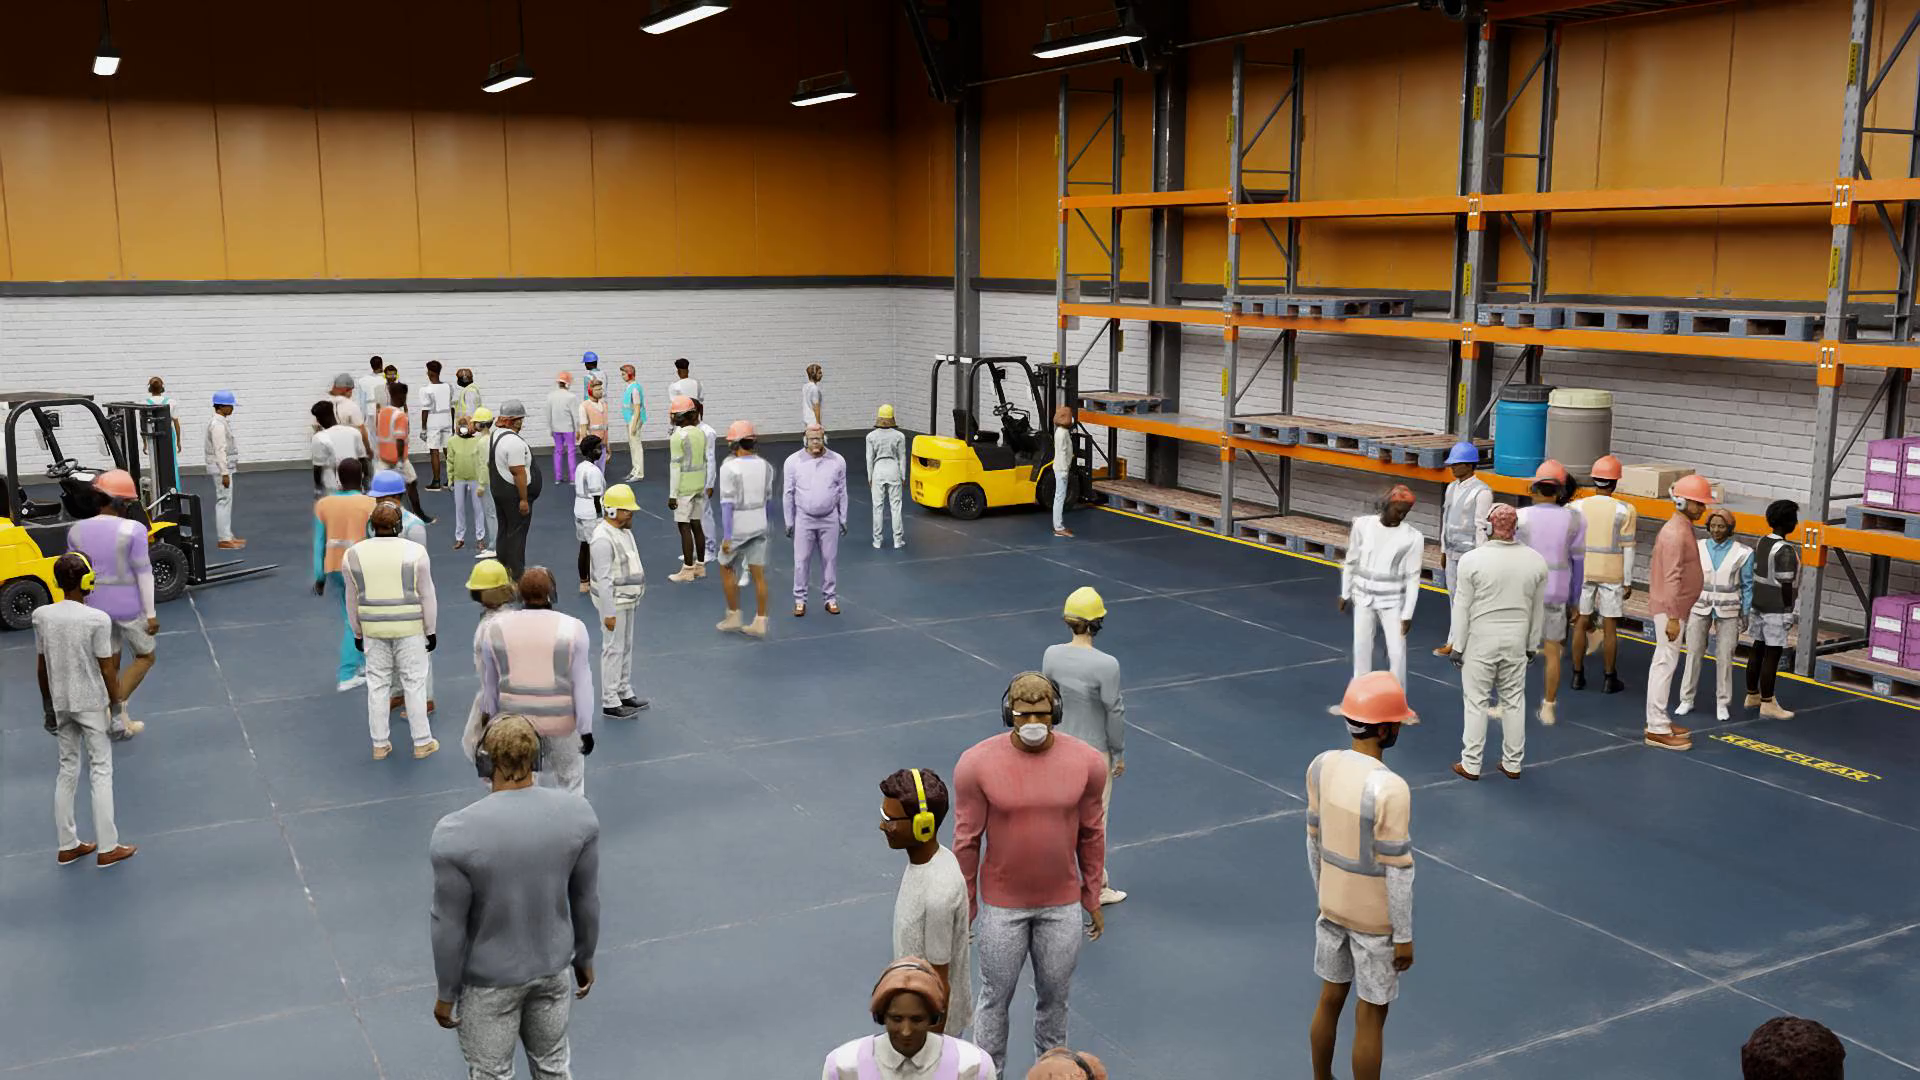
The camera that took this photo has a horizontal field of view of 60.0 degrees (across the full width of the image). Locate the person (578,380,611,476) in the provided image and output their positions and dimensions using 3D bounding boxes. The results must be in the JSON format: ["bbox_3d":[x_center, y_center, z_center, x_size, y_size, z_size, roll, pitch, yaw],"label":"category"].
[{"bbox_3d":[-4.992,-1.272,22.743,0.389,1.846,0.567,3,10,19],"label":"person"}]

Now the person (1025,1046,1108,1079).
[{"bbox_3d":[0.246,2.061,4.178,0.525,1.625,0.356,6,11,31],"label":"person"}]

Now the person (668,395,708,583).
[{"bbox_3d":[-2.982,-0.553,18.083,0.394,2.037,0.603,4,11,22],"label":"person"}]

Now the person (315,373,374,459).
[{"bbox_3d":[-8.108,-1.238,21.988,0.688,2.000,1.013,6,12,32],"label":"person"}]

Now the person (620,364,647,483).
[{"bbox_3d":[-5.076,-1.814,25.891,0.389,1.838,0.563,-3,10,-19],"label":"person"}]

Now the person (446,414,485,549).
[{"bbox_3d":[-5.938,-0.702,20.075,0.498,1.634,0.280,-1,10,-4],"label":"person"}]

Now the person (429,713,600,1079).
[{"bbox_3d":[-1.615,1.581,6.098,0.641,1.927,0.386,-8,13,-38],"label":"person"}]

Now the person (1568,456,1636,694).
[{"bbox_3d":[5.206,0.280,13.545,0.546,1.939,0.375,7,12,34],"label":"person"}]

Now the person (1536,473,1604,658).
[{"bbox_3d":[5.351,0.242,14.500,0.558,1.673,0.547,5,11,27],"label":"person"}]

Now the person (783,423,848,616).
[{"bbox_3d":[-1.415,-0.197,16.398,0.652,1.900,0.405,-3,10,-14],"label":"person"}]

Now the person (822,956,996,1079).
[{"bbox_3d":[-0.142,1.961,4.762,0.514,1.630,0.318,0,10,0],"label":"person"}]

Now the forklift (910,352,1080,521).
[{"bbox_3d":[0.460,-1.461,22.833,2.313,2.155,1.214,-5,11,-28],"label":"forklift"}]

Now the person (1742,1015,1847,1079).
[{"bbox_3d":[1.774,1.991,3.752,0.373,1.916,0.596,-6,11,-29],"label":"person"}]

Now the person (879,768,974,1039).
[{"bbox_3d":[-0.120,1.681,5.713,0.327,1.862,0.510,-1,10,-8],"label":"person"}]

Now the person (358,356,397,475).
[{"bbox_3d":[-9.313,-1.992,26.696,0.589,1.915,0.398,-3,10,-18],"label":"person"}]

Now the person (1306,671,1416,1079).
[{"bbox_3d":[1.624,1.473,6.673,0.364,1.939,0.542,-5,11,-28],"label":"person"}]

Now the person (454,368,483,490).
[{"bbox_3d":[-7.425,-1.682,25.172,0.429,1.830,0.636,-3,10,-17],"label":"person"}]

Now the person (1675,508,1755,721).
[{"bbox_3d":[5.786,0.566,12.760,0.520,1.639,0.312,6,11,30],"label":"person"}]

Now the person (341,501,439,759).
[{"bbox_3d":[-4.000,0.640,11.754,0.625,1.844,0.429,-1,10,-4],"label":"person"}]

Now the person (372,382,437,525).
[{"bbox_3d":[-7.324,-1.088,21.513,0.607,1.918,0.990,7,12,36],"label":"person"}]

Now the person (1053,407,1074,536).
[{"bbox_3d":[1.311,-0.870,21.036,0.285,1.636,0.497,0,10,2],"label":"person"}]

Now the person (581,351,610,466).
[{"bbox_3d":[-6.054,-2.156,27.580,0.416,1.939,0.604,3,10,18],"label":"person"}]

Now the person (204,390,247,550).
[{"bbox_3d":[-8.859,-0.842,20.036,0.421,1.935,0.616,-4,11,-22],"label":"person"}]

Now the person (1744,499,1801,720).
[{"bbox_3d":[6.281,0.525,12.826,0.318,1.699,0.534,0,10,3],"label":"person"}]

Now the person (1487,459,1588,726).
[{"bbox_3d":[4.353,0.409,12.607,0.710,2.025,0.379,1,10,6],"label":"person"}]

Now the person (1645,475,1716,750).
[{"bbox_3d":[5.215,0.509,12.088,0.401,1.986,0.612,5,11,26],"label":"person"}]

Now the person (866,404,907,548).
[{"bbox_3d":[-0.889,-0.771,20.156,0.486,1.744,0.294,0,10,0],"label":"person"}]

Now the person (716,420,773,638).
[{"bbox_3d":[-2.042,-0.104,15.515,0.732,2.017,0.644,10,14,44],"label":"person"}]

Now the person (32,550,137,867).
[{"bbox_3d":[-5.128,0.987,9.713,0.514,1.861,0.321,2,10,10],"label":"person"}]

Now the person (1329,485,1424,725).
[{"bbox_3d":[3.166,0.484,12.652,0.699,1.853,0.349,8,12,37],"label":"person"}]

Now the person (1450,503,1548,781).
[{"bbox_3d":[3.634,0.691,11.313,0.635,1.900,0.398,-2,10,-10],"label":"person"}]

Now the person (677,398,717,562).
[{"bbox_3d":[-3.033,-0.695,19.242,0.593,1.911,0.384,8,13,40],"label":"person"}]

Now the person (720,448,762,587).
[{"bbox_3d":[-2.344,-0.393,18.128,0.487,1.692,0.918,2,10,9],"label":"person"}]

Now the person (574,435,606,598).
[{"bbox_3d":[-3.832,-0.250,17.285,0.322,1.698,0.533,-6,11,-30],"label":"person"}]

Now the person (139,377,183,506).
[{"bbox_3d":[-11.176,-1.362,23.269,0.508,1.846,0.345,-6,11,-29],"label":"person"}]

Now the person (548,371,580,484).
[{"bbox_3d":[-6.076,-1.726,25.670,0.583,1.738,0.348,5,11,25],"label":"person"}]

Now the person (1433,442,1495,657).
[{"bbox_3d":[4.402,0.109,14.542,0.405,1.942,0.612,-3,10,-16],"label":"person"}]

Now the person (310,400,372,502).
[{"bbox_3d":[-7.020,-0.638,18.872,0.403,1.922,0.660,8,13,38],"label":"person"}]

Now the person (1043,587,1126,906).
[{"bbox_3d":[0.682,1.131,9.137,0.524,1.772,0.301,8,13,39],"label":"person"}]

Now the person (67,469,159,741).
[{"bbox_3d":[-6.134,0.499,12.041,0.622,2.023,0.533,2,10,11],"label":"person"}]

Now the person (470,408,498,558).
[{"bbox_3d":[-5.554,-0.670,19.506,0.305,1.771,0.525,-1,10,-3],"label":"person"}]

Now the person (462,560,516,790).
[{"bbox_3d":[-2.903,0.965,10.201,0.405,1.719,0.507,-3,10,-19],"label":"person"}]

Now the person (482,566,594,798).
[{"bbox_3d":[-2.404,1.030,9.644,0.652,1.797,0.871,0,10,3],"label":"person"}]

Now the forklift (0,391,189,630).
[{"bbox_3d":[-9.026,-0.363,16.508,1.214,2.155,2.313,6,11,29],"label":"forklift"}]

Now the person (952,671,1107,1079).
[{"bbox_3d":[0.281,1.463,6.733,0.635,1.937,0.354,-1,10,-8],"label":"person"}]

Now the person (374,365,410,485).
[{"bbox_3d":[-8.719,-1.764,25.553,0.509,1.860,0.333,-5,11,-27],"label":"person"}]

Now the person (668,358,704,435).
[{"bbox_3d":[-4.204,-1.811,25.523,0.600,1.959,0.384,-8,13,-40],"label":"person"}]

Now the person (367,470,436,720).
[{"bbox_3d":[-4.309,0.420,12.750,0.599,1.938,0.415,7,12,34],"label":"person"}]

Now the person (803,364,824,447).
[{"bbox_3d":[-2.260,-1.804,25.814,0.341,1.845,0.511,-5,11,-25],"label":"person"}]

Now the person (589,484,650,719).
[{"bbox_3d":[-2.629,0.469,12.807,0.403,1.821,0.602,1,10,5],"label":"person"}]

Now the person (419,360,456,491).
[{"bbox_3d":[-7.834,-1.716,24.952,0.367,1.967,0.606,7,12,36],"label":"person"}]

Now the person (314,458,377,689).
[{"bbox_3d":[-5.016,0.249,13.917,0.596,1.873,0.950,2,10,13],"label":"person"}]

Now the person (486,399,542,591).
[{"bbox_3d":[-4.714,-0.493,17.700,0.535,2.000,0.687,-7,12,-37],"label":"person"}]
